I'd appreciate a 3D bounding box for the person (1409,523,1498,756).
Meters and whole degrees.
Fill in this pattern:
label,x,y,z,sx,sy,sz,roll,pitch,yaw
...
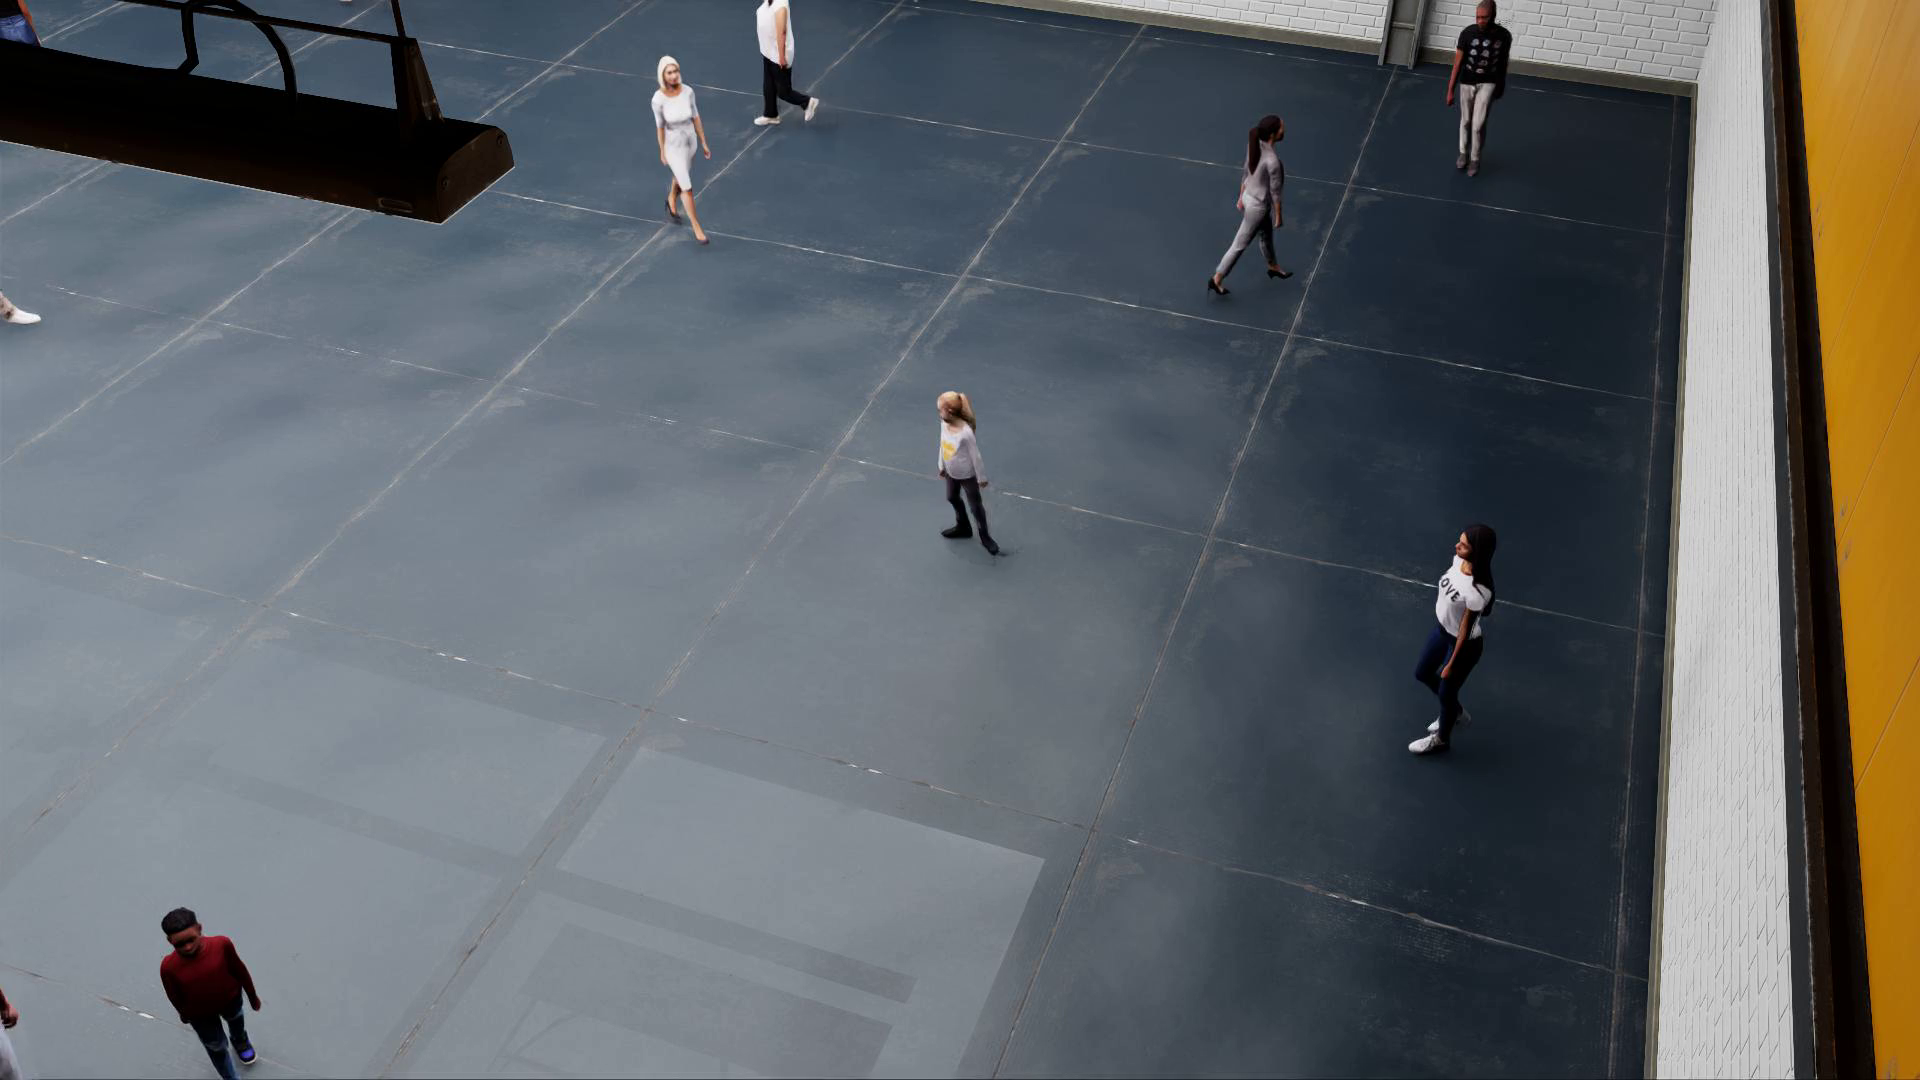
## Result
label,x,y,z,sx,sy,sz,roll,pitch,yaw
person,3.065,0.613,9.954,0.767,1.763,0.716,-5,39,-6

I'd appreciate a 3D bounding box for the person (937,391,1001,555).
label,x,y,z,sx,sy,sz,roll,pitch,yaw
person,0.068,-0.479,11.727,0.608,1.257,0.778,24,45,27

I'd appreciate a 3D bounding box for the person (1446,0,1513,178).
label,x,y,z,sx,sy,sz,roll,pitch,yaw
person,5.107,-4.459,16.304,0.699,1.764,0.730,8,39,10

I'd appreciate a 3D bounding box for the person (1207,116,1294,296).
label,x,y,z,sx,sy,sz,roll,pitch,yaw
person,2.491,-2.839,14.383,1.191,1.630,1.057,-11,40,-13

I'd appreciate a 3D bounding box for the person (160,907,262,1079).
label,x,y,z,sx,sy,sz,roll,pitch,yaw
person,-3.763,2.246,8.336,0.776,1.231,0.899,-24,44,-27

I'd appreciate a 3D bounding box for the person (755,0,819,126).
label,x,y,z,sx,sy,sz,roll,pitch,yaw
person,-1.836,-5.048,17.116,1.032,1.670,0.891,-4,39,-5

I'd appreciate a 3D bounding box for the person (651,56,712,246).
label,x,y,z,sx,sy,sz,roll,pitch,yaw
person,-2.616,-3.632,15.313,0.929,1.709,1.149,-28,46,-30
